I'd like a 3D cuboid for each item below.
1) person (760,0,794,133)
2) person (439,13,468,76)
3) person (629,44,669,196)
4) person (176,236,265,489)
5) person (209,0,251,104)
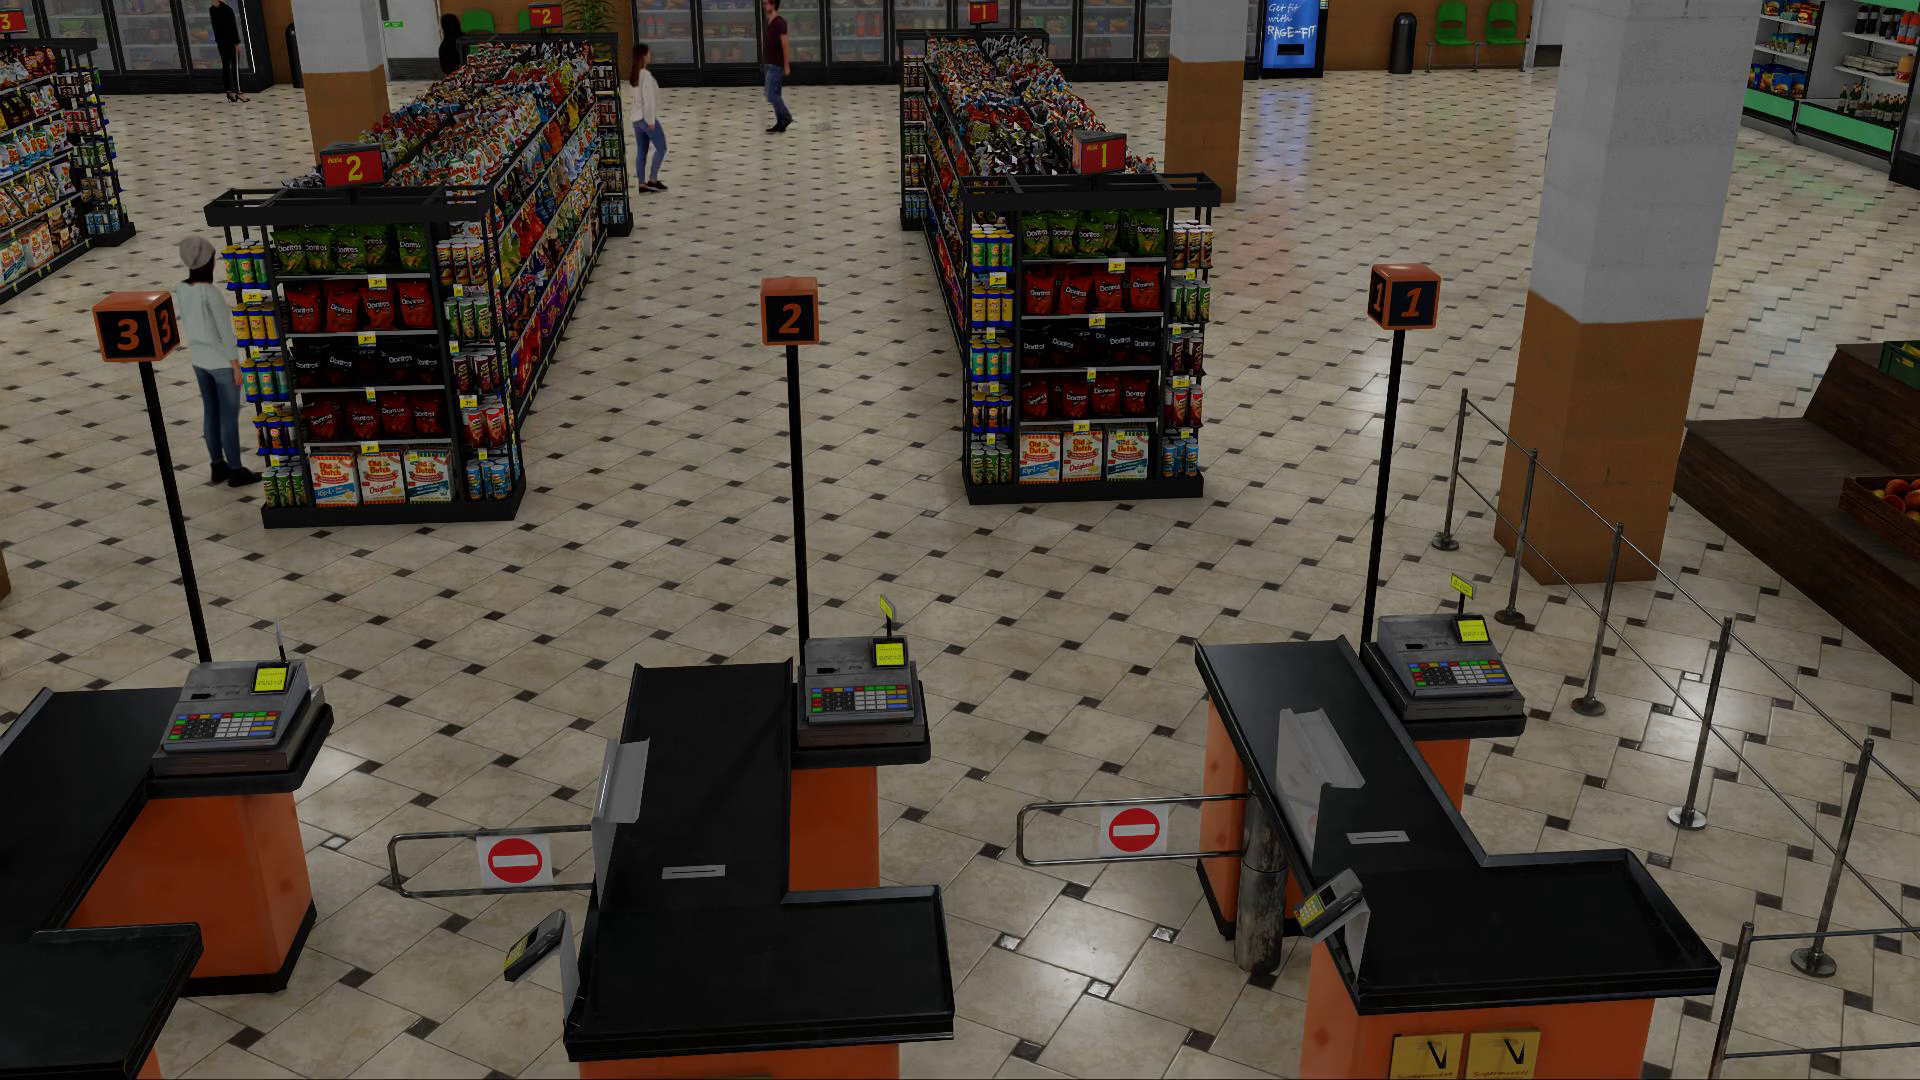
[{"bbox_3d":[-2.450,-6.489,22.682,0.839,1.840,0.750,-12,27,-26],"label":"person"},{"bbox_3d":[-6.756,-6.300,22.537,0.787,1.610,0.652,4,24,8],"label":"person"},{"bbox_3d":[-3.655,-4.766,18.942,0.798,1.680,0.696,-15,28,-31],"label":"person"},{"bbox_3d":[-4.806,-1.154,10.728,0.636,1.648,0.658,13,27,27],"label":"person"},{"bbox_3d":[-11.075,-7.487,25.132,0.687,1.703,0.680,10,25,21],"label":"person"}]
